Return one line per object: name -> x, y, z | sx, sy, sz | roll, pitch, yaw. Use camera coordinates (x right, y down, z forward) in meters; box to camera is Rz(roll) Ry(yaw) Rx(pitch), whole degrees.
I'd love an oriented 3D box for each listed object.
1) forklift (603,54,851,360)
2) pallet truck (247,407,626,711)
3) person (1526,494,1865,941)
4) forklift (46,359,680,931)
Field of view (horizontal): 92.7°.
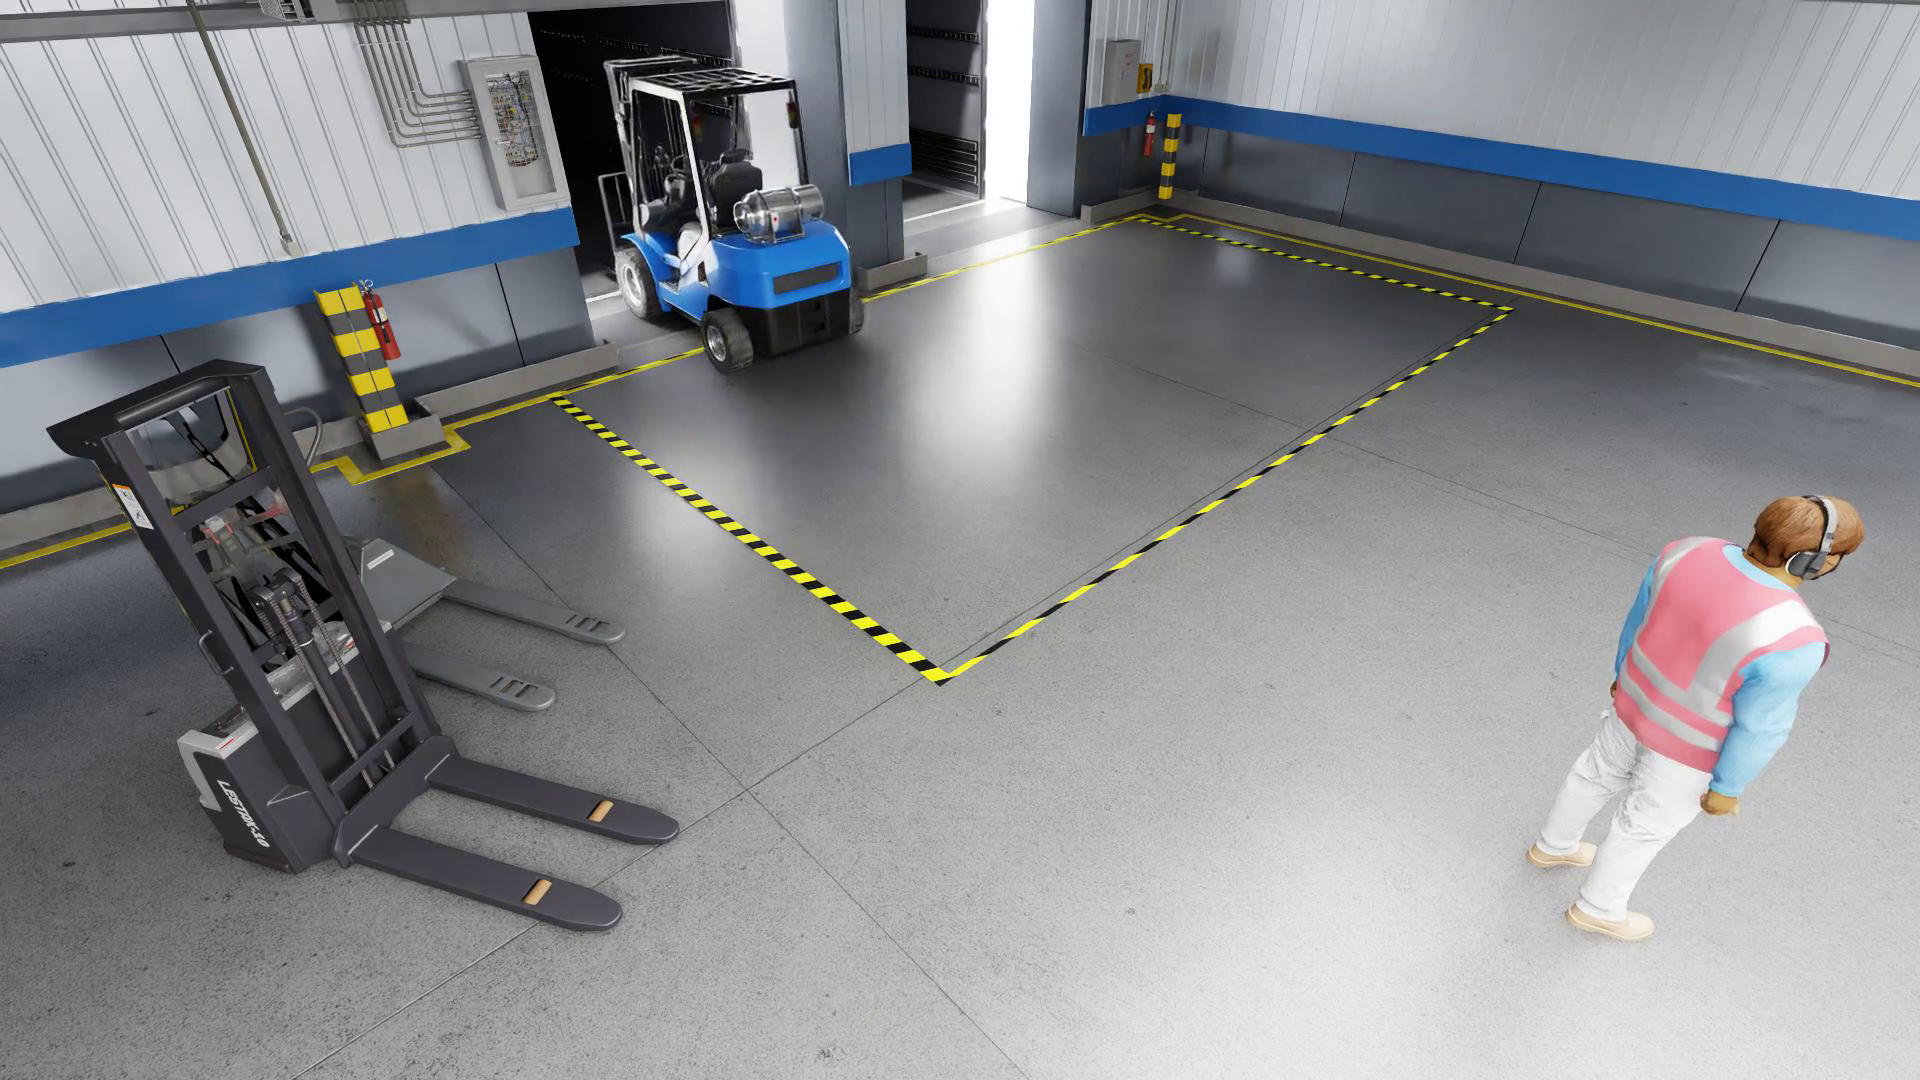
forklift -> -2.098, -2.996, 8.045 | 1.157, 2.036, 2.680 | -26, 42, -33
pallet truck -> -2.628, 0.038, 4.590 | 1.601, 1.201, 0.680 | 12, 36, 18
person -> 2.493, 0.641, 3.169 | 0.429, 1.841, 0.631 | 0, 34, 0
forklift -> -2.135, 0.422, 3.354 | 1.885, 1.965, 0.823 | 10, 35, 14
